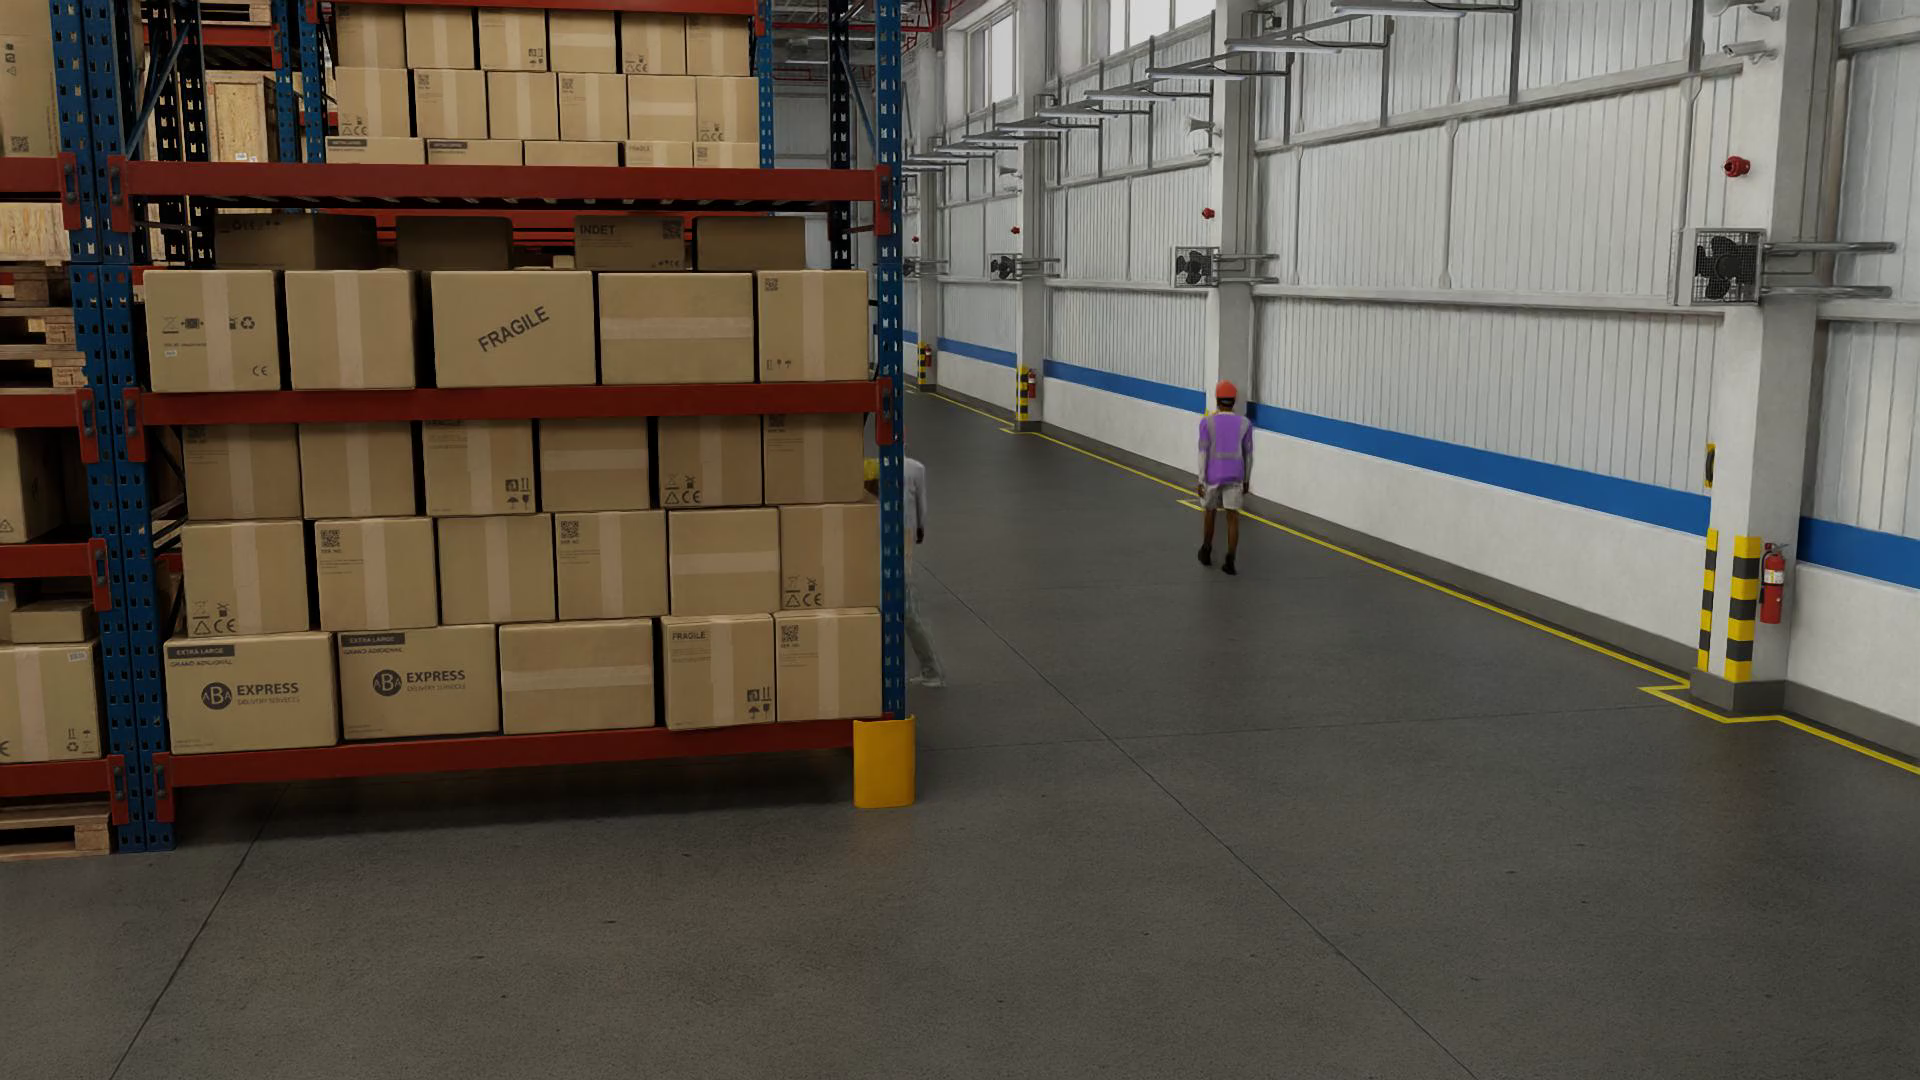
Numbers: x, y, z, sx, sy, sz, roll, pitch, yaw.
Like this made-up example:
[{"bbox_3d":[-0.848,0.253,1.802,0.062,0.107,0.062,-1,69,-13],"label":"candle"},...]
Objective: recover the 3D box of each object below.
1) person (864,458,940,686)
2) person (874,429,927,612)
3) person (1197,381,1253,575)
[{"bbox_3d":[-0.612,0.247,11.963,0.990,1.674,0.519,3,10,18],"label":"person"},{"bbox_3d":[-0.570,-0.154,14.329,0.578,1.697,0.829,-2,9,-9],"label":"person"},{"bbox_3d":[2.642,-0.643,16.711,0.573,1.891,0.929,0,9,-2],"label":"person"}]
